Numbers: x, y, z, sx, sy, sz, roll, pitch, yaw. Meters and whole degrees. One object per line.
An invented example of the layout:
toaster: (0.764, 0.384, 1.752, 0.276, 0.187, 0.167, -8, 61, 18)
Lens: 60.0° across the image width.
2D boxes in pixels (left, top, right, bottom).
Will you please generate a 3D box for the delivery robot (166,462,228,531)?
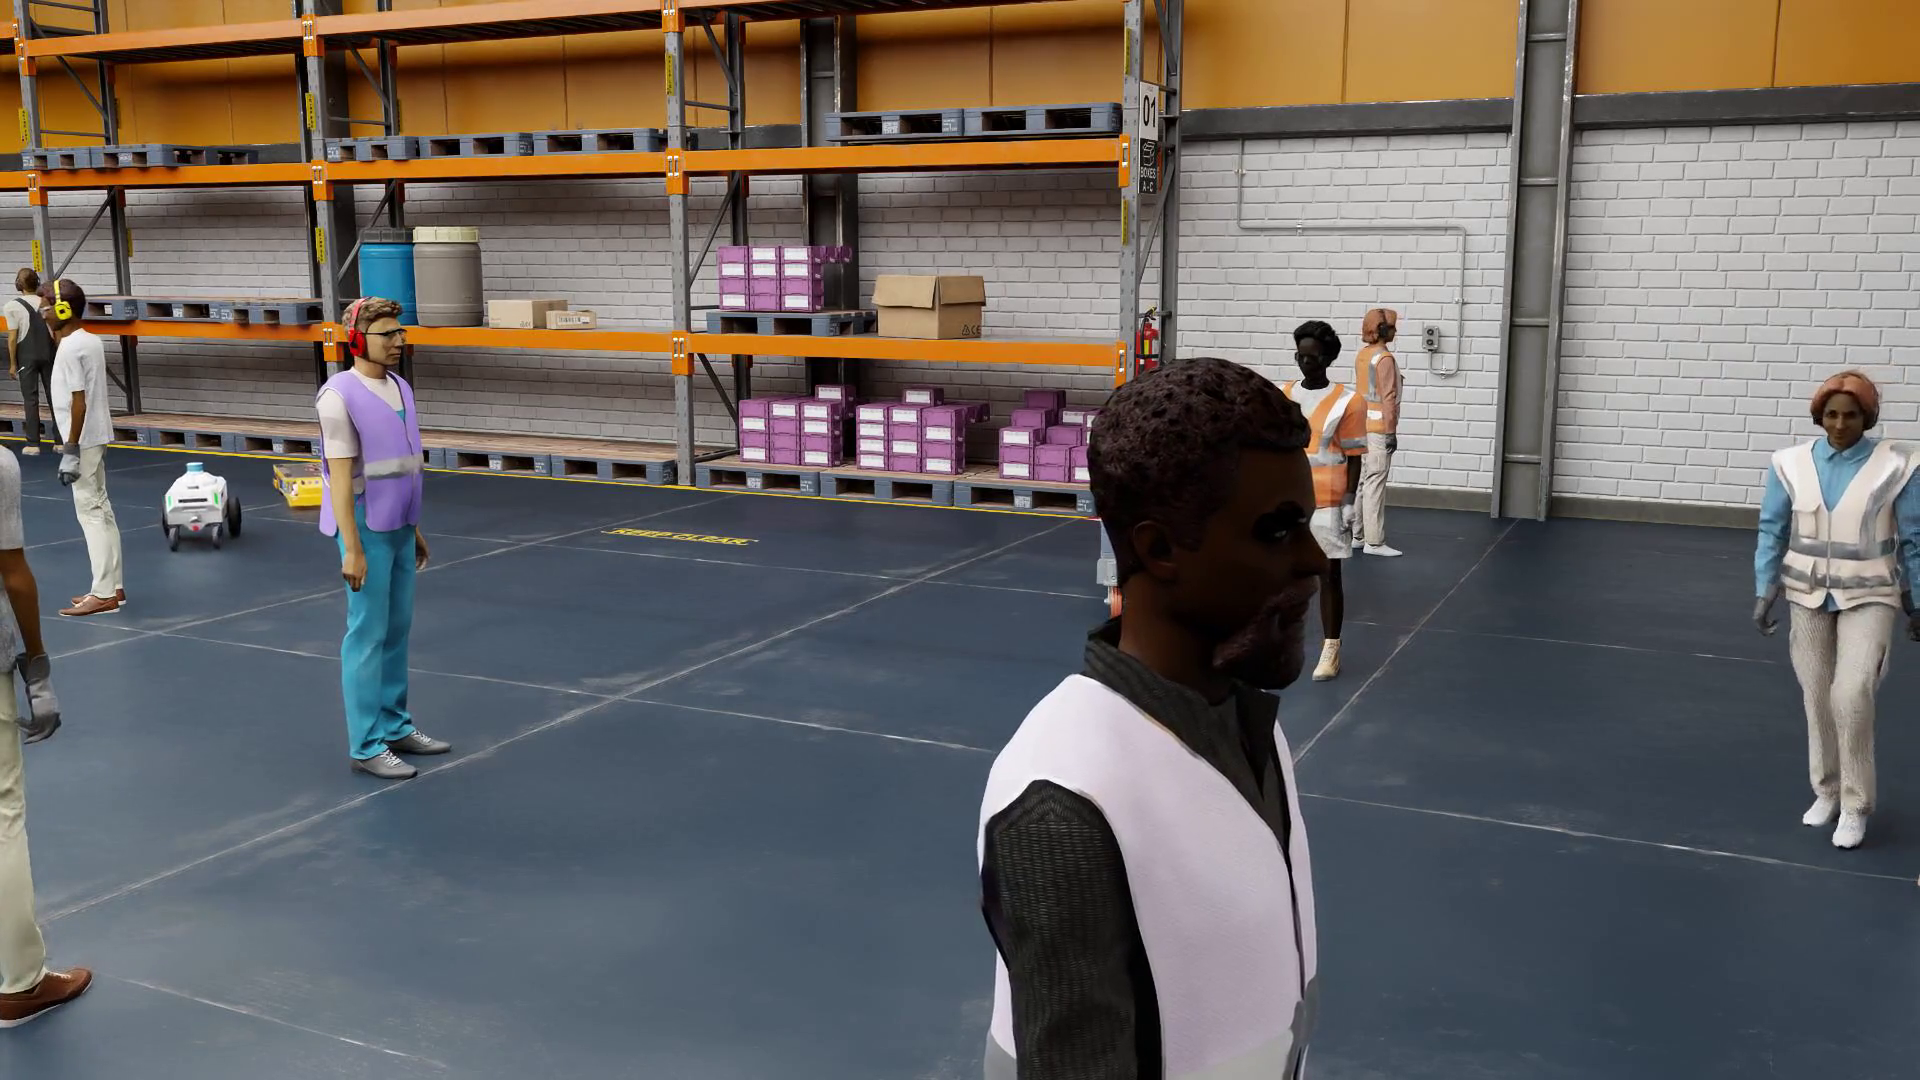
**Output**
delivery robot: (-5.256, -0.291, 11.460, 0.477, 0.478, 0.707, -4, 11, -20)

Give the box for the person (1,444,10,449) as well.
person: (-9.973, -1.862, 16.857, 0.410, 1.909, 0.642, -9, 14, -43)

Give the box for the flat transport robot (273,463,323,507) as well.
flat transport robot: (-5.207, -0.477, 13.604, 0.652, 0.197, 1.431, -5, 11, -27)

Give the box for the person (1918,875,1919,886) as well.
person: (3.183, 0.238, 5.006, 0.429, 1.846, 0.633, 1, 10, 6)

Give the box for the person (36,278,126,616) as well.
person: (-4.887, -0.509, 9.234, 0.328, 1.865, 0.518, -2, 10, -14)

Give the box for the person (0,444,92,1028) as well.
person: (-2.616, 0.349, 4.319, 0.534, 1.864, 0.310, 0, 10, 0)

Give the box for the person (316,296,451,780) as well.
person: (-2.259, -0.013, 6.443, 0.384, 1.845, 0.570, 1, 10, 7)

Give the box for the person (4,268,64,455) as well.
person: (-9.131, -1.759, 16.444, 0.345, 1.847, 0.508, 9, 13, 42)

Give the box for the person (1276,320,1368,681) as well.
person: (1.649, -0.187, 7.862, 0.532, 1.698, 0.319, 7, 12, 35)

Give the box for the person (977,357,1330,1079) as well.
person: (0.204, 0.767, 1.771, 0.393, 1.920, 0.591, 4, 11, 21)

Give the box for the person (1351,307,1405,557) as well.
person: (2.759, -0.715, 11.043, 0.307, 1.644, 0.514, -2, 10, -9)

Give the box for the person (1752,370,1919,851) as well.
person: (2.997, 0.233, 5.708, 0.553, 1.620, 0.520, -9, 13, -42)
